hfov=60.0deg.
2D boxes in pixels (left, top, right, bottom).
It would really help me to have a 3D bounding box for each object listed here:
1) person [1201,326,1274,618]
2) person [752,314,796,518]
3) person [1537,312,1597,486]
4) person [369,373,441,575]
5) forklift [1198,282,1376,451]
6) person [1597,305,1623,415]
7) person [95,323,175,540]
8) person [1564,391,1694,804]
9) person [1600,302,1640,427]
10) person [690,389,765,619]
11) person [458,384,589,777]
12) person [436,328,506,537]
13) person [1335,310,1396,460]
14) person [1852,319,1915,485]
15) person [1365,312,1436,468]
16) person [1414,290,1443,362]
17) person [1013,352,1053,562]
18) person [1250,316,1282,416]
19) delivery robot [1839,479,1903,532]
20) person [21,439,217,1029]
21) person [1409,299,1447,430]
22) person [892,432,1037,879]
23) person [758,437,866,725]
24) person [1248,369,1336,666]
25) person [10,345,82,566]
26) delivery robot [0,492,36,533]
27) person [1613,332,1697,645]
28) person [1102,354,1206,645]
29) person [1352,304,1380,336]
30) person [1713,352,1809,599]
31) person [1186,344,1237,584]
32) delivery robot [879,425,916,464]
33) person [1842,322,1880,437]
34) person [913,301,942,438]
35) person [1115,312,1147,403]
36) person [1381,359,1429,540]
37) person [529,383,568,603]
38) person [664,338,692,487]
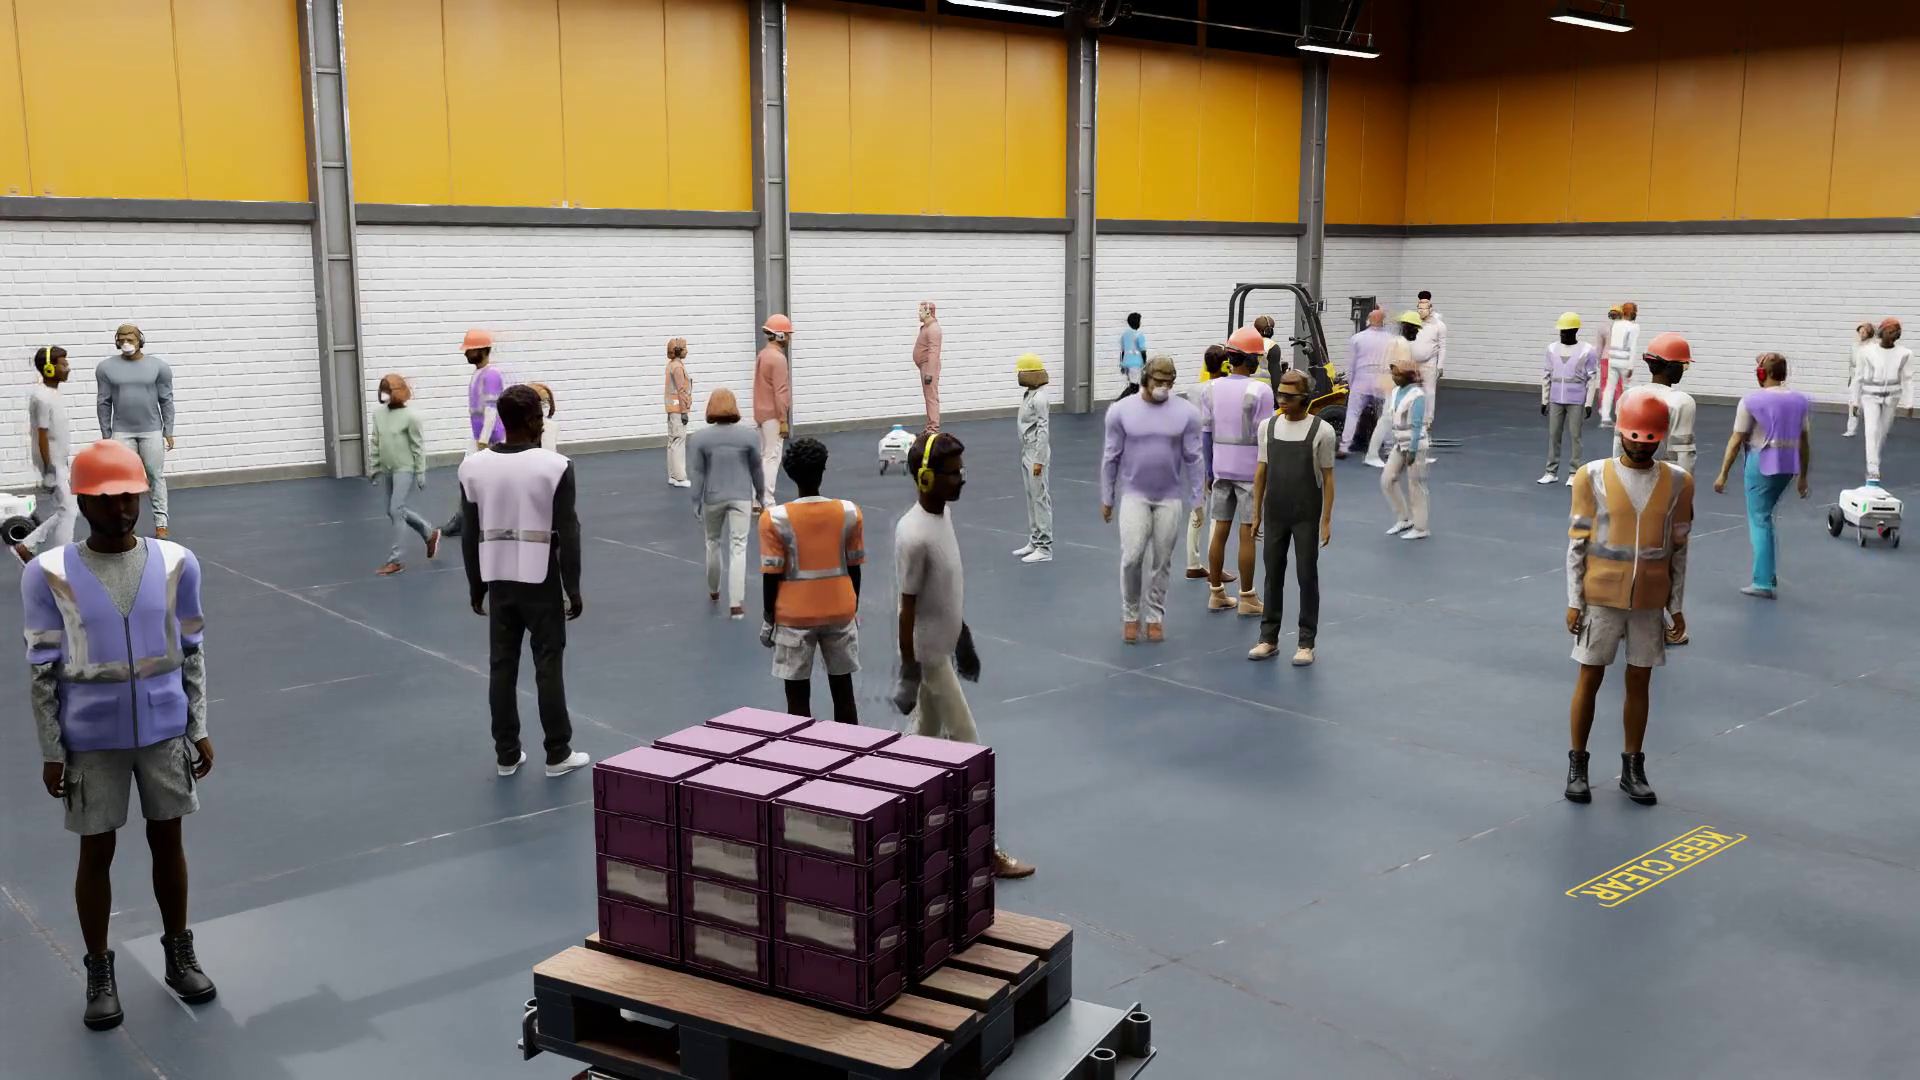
[{"bbox_3d":[1.980,-0.475,11.715,0.374,2.043,0.613,-9,13,-42],"label":"person"},{"bbox_3d":[-1.793,-1.191,16.123,0.452,1.979,0.623,-4,10,-22],"label":"person"},{"bbox_3d":[6.702,-1.552,18.366,0.591,1.923,0.381,9,13,44],"label":"person"},{"bbox_3d":[-4.498,-0.559,13.458,0.501,1.612,0.694,6,11,30],"label":"person"},{"bbox_3d":[4.328,-2.346,22.227,2.313,2.155,1.214,3,10,16],"label":"forklift"},{"bbox_3d":[10.433,-2.868,26.559,0.523,1.760,0.328,8,12,38],"label":"person"},{"bbox_3d":[-7.334,-0.955,14.833,0.630,1.940,0.371,-3,10,-19],"label":"person"},{"bbox_3d":[3.083,0.271,7.687,0.542,1.927,0.380,1,10,8],"label":"person"},{"bbox_3d":[9.895,-2.591,24.672,0.920,1.840,0.591,-5,11,-26],"label":"person"},{"bbox_3d":[-1.653,-0.275,11.867,0.519,1.593,0.843,-1,10,-5],"label":"person"},{"bbox_3d":[-2.125,0.208,8.090,0.590,1.916,0.399,2,10,10],"label":"person"},{"bbox_3d":[-4.289,-0.977,15.135,0.979,1.896,0.544,-7,12,-37],"label":"person"},{"bbox_3d":[5.124,-1.916,20.730,0.819,1.862,0.542,0,10,1],"label":"person"},{"bbox_3d":[10.291,-1.534,18.519,0.588,1.837,0.895,2,10,13],"label":"person"},{"bbox_3d":[5.307,-1.786,19.894,0.907,1.858,0.686,2,10,9],"label":"person"},{"bbox_3d":[7.740,-3.185,27.801,0.613,1.963,0.362,4,10,22],"label":"person"},{"bbox_3d":[0.600,-0.690,13.853,0.323,1.741,0.490,-2,10,-9],"label":"person"},{"bbox_3d":[3.532,-1.690,19.418,0.429,1.844,0.622,-7,12,-34],"label":"person"},{"bbox_3d":[8.080,-0.298,14.756,0.477,0.478,0.707,2,10,12],"label":"delivery robot"},{"bbox_3d":[-2.772,0.631,5.537,0.545,1.942,0.350,-8,12,-39],"label":"person"},{"bbox_3d":[6.749,-2.557,24.298,0.641,1.910,0.401,6,11,32],"label":"person"},{"bbox_3d":[-0.134,0.465,6.836,0.873,1.832,0.534,1,10,7],"label":"person"},{"bbox_3d":[-0.691,0.364,7.805,0.535,1.699,0.322,-5,11,-26],"label":"person"},{"bbox_3d":[2.063,-0.140,10.338,0.511,1.842,0.327,6,11,31],"label":"person"},{"bbox_3d":[-7.044,-0.574,12.855,0.526,1.854,0.539,-4,10,-21],"label":"person"},{"bbox_3d":[-8.484,-0.260,14.529,0.707,0.478,0.477,-4,11,-24],"label":"delivery robot"},{"bbox_3d":[4.567,-0.335,10.891,0.378,2.041,0.616,-4,11,-24],"label":"person"},{"bbox_3d":[1.257,-0.256,10.825,0.651,1.910,0.549,0,10,0],"label":"person"},{"bbox_3d":[6.168,-2.654,25.064,0.429,1.844,0.624,-3,10,-19],"label":"person"},{"bbox_3d":[5.978,-0.485,12.406,0.589,1.822,0.557,-3,10,-19],"label":"person"},{"bbox_3d":[1.968,-0.587,12.943,0.323,1.855,0.503,-9,13,-41],"label":"person"},{"bbox_3d":[-0.727,-1.108,19.496,0.477,0.478,0.707,1,10,8],"label":"delivery robot"},{"bbox_3d":[12.741,-2.247,23.335,0.580,1.614,0.524,-4,10,-21],"label":"person"},{"bbox_3d":[-0.451,-2.353,23.107,0.407,1.910,0.638,-1,10,-4],"label":"person"},{"bbox_3d":[2.655,-2.736,26.034,0.780,1.670,0.535,-5,11,-28],"label":"person"},{"bbox_3d":[4.008,-0.811,14.888,0.423,1.618,0.555,-2,10,-13],"label":"person"},{"bbox_3d":[-3.045,-0.320,12.004,0.280,1.633,0.498,4,11,24],"label":"person"},{"bbox_3d":[-3.097,-1.398,18.295,0.307,1.641,0.511,-4,10,-22],"label":"person"}]
